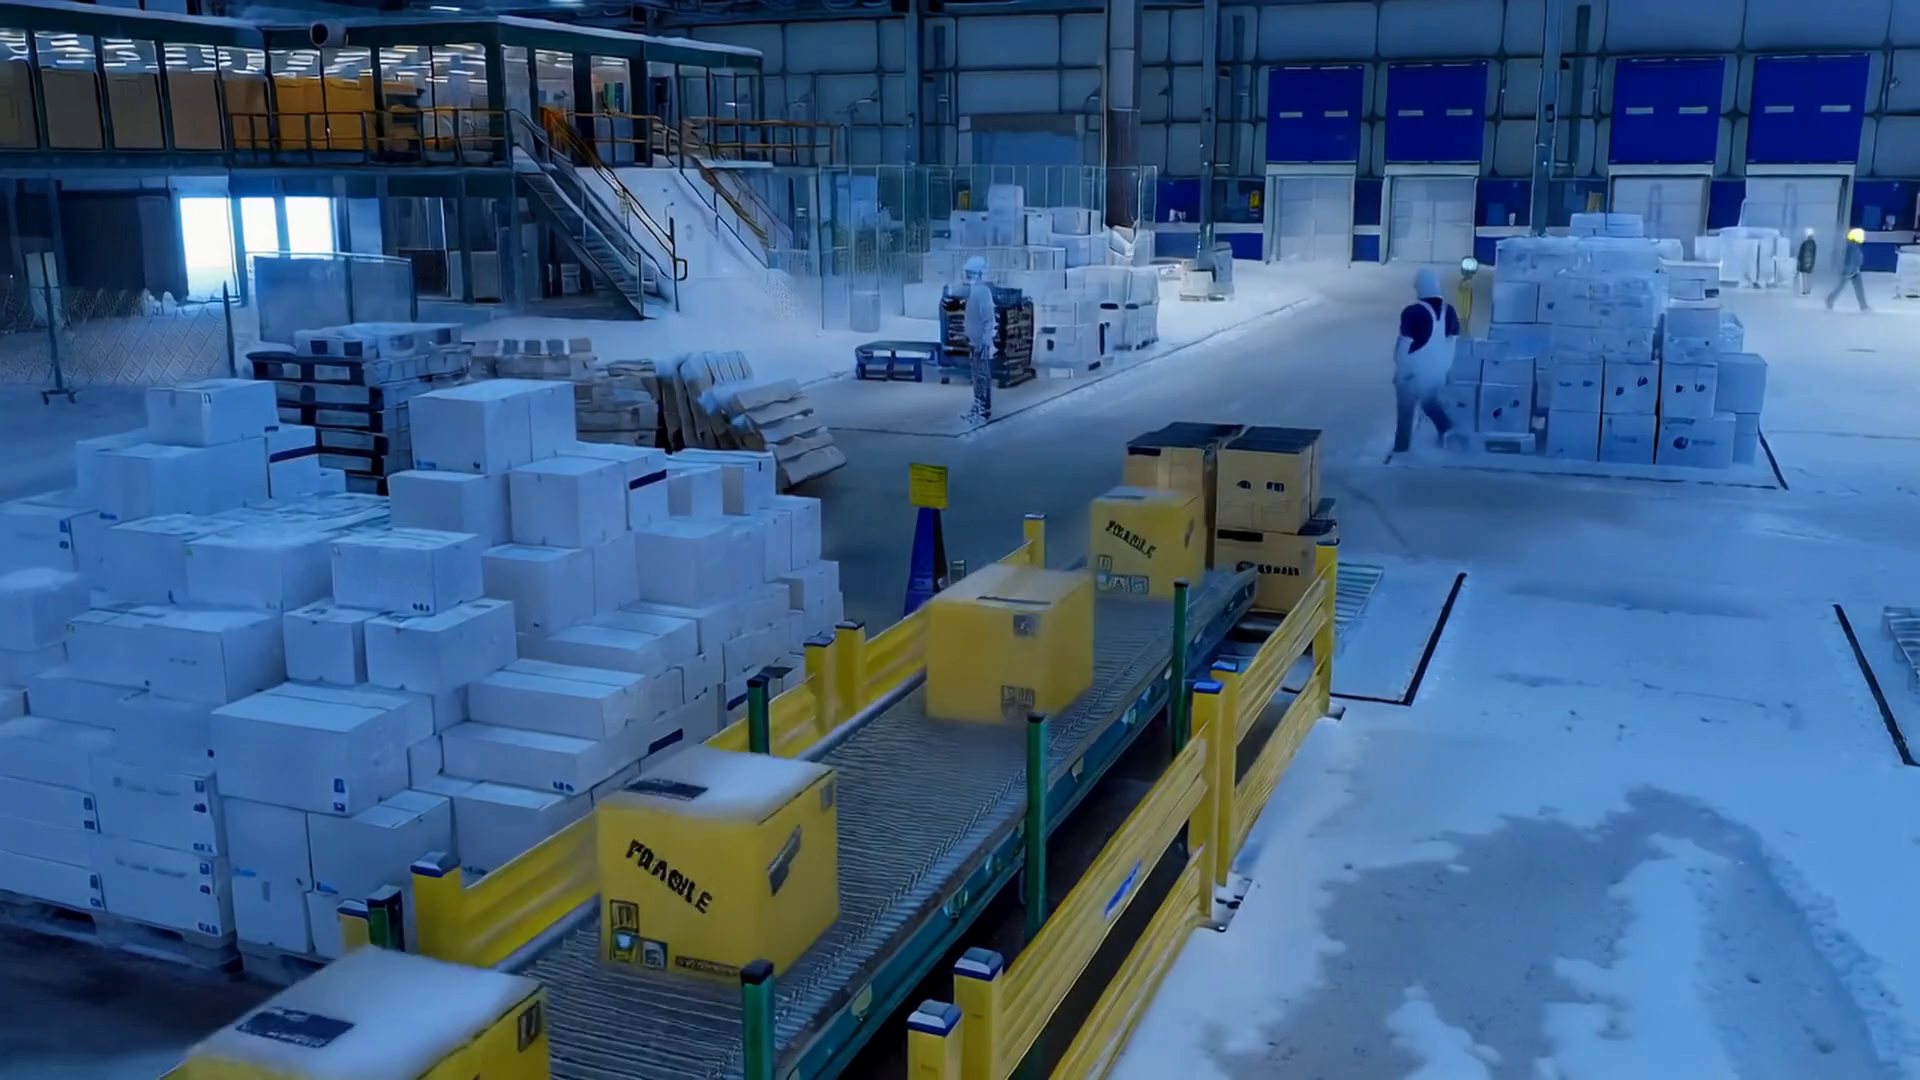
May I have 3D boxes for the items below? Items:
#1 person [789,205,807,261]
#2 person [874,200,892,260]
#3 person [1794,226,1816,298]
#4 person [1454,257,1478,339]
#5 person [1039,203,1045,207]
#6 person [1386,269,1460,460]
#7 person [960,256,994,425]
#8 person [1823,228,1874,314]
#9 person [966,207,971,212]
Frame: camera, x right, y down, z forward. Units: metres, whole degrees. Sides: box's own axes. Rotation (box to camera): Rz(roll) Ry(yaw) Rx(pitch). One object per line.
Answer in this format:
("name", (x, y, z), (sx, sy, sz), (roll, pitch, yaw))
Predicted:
("person", (-5.388, -10.175, 55.177), (0.619, 1.845, 0.430), (-7, 14, -29))
("person", (-2.570, -10.385, 55.776), (0.621, 1.989, 0.398), (7, 14, 28))
("person", (20.033, -6.572, 39.344), (0.318, 1.696, 0.535), (2, 13, 11))
("person", (7.292, -3.197, 24.063), (0.320, 1.762, 0.522), (0, 13, -1))
("person", (2.666, -9.914, 53.765), (0.605, 1.948, 0.384), (0, 13, 0))
("person", (4.852, -1.815, 17.227), (0.698, 2.000, 0.763), (-6, 14, -24))
("person", (0.212, -2.377, 19.849), (0.376, 1.995, 0.609), (-2, 13, -7))
("person", (18.846, -5.687, 35.161), (0.952, 1.802, 0.632), (6, 14, 24))
("person", (0.295, -8.938, 49.457), (0.563, 1.912, 0.646), (4, 13, 18))
